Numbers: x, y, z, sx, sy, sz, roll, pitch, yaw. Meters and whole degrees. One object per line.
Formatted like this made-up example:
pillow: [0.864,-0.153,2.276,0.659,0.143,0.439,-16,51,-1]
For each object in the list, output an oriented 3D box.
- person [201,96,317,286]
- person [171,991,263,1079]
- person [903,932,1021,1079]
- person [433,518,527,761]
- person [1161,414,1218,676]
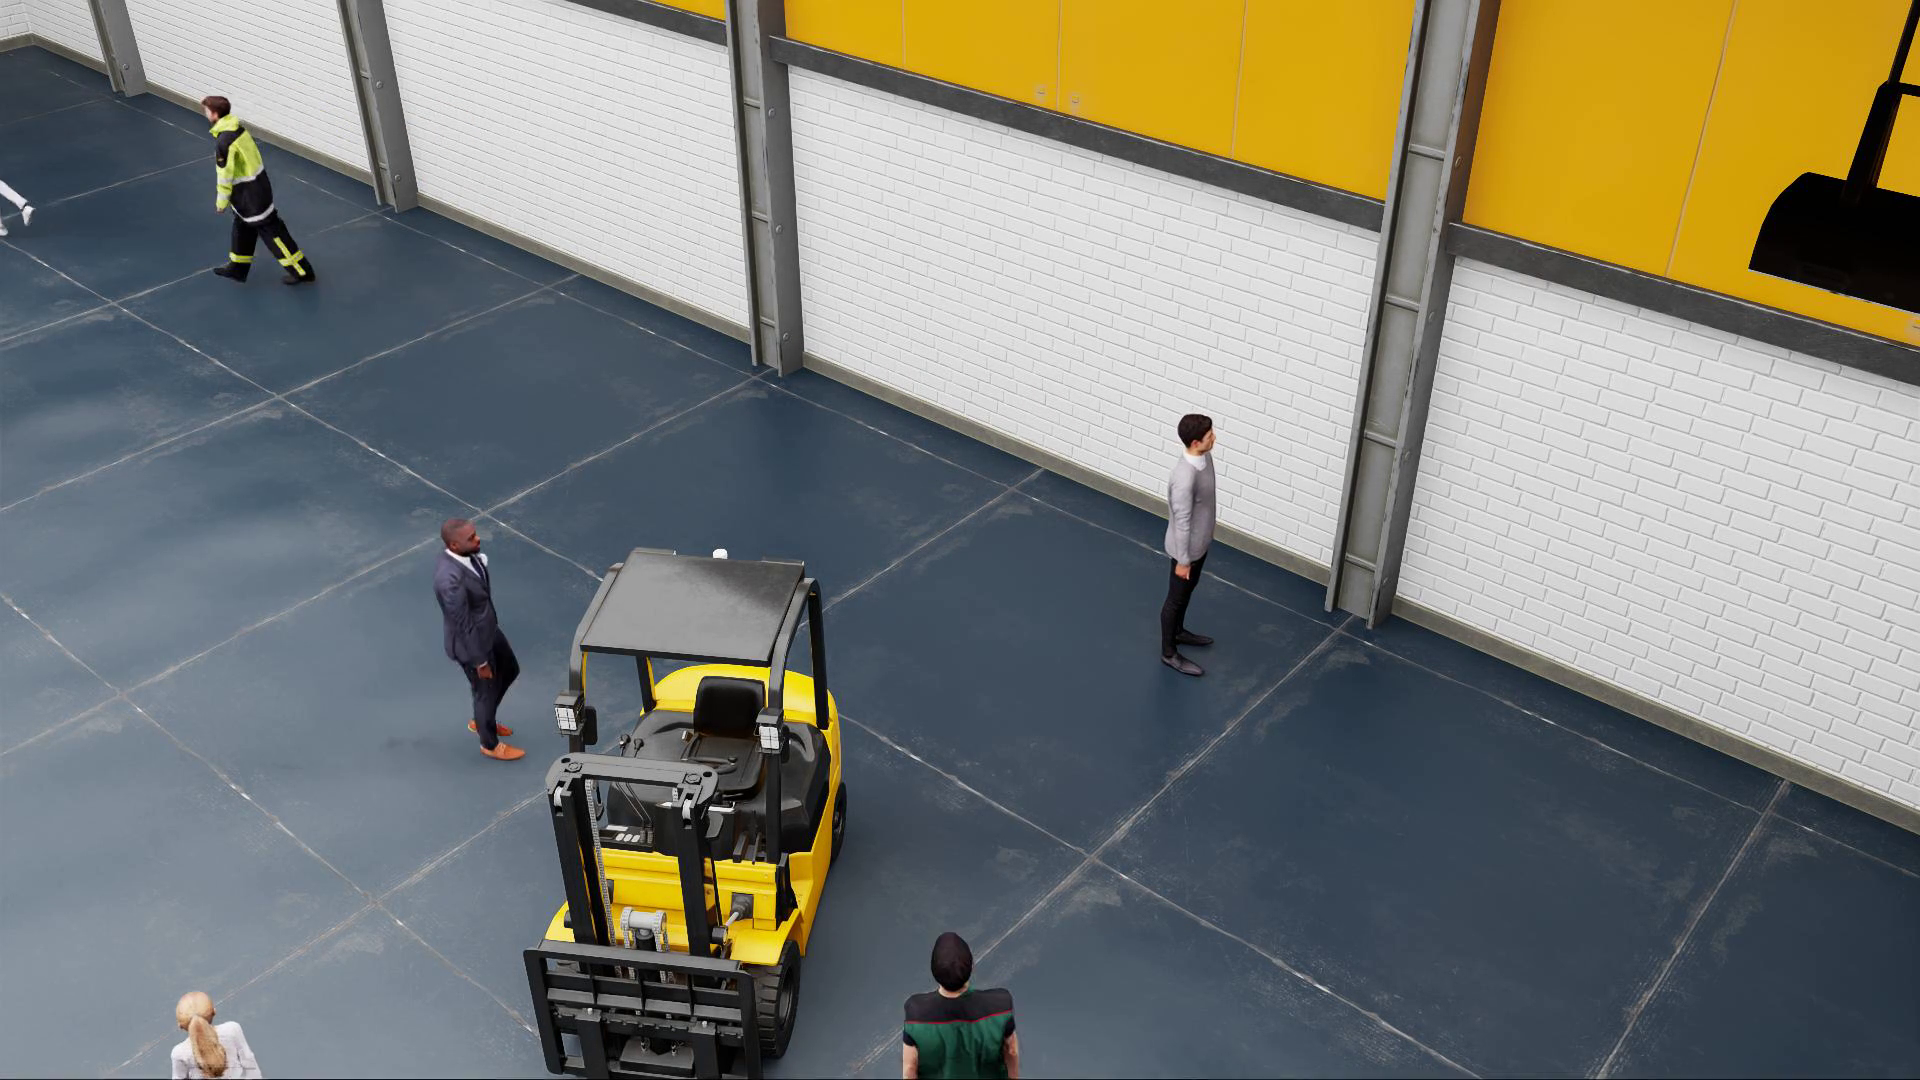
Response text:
person: [-6.849,-3.367,16.271,1.309,1.929,1.299,-6,34,-9]
person: [-3.449,2.654,7.829,0.635,1.246,0.935,-22,39,-29]
person: [0.010,2.537,7.427,1.022,1.885,1.071,-1,34,-2]
person: [-3.095,0.630,10.366,0.858,1.808,0.796,-3,34,-5]
person: [1.540,-0.009,11.223,0.762,1.923,0.823,11,35,16]
